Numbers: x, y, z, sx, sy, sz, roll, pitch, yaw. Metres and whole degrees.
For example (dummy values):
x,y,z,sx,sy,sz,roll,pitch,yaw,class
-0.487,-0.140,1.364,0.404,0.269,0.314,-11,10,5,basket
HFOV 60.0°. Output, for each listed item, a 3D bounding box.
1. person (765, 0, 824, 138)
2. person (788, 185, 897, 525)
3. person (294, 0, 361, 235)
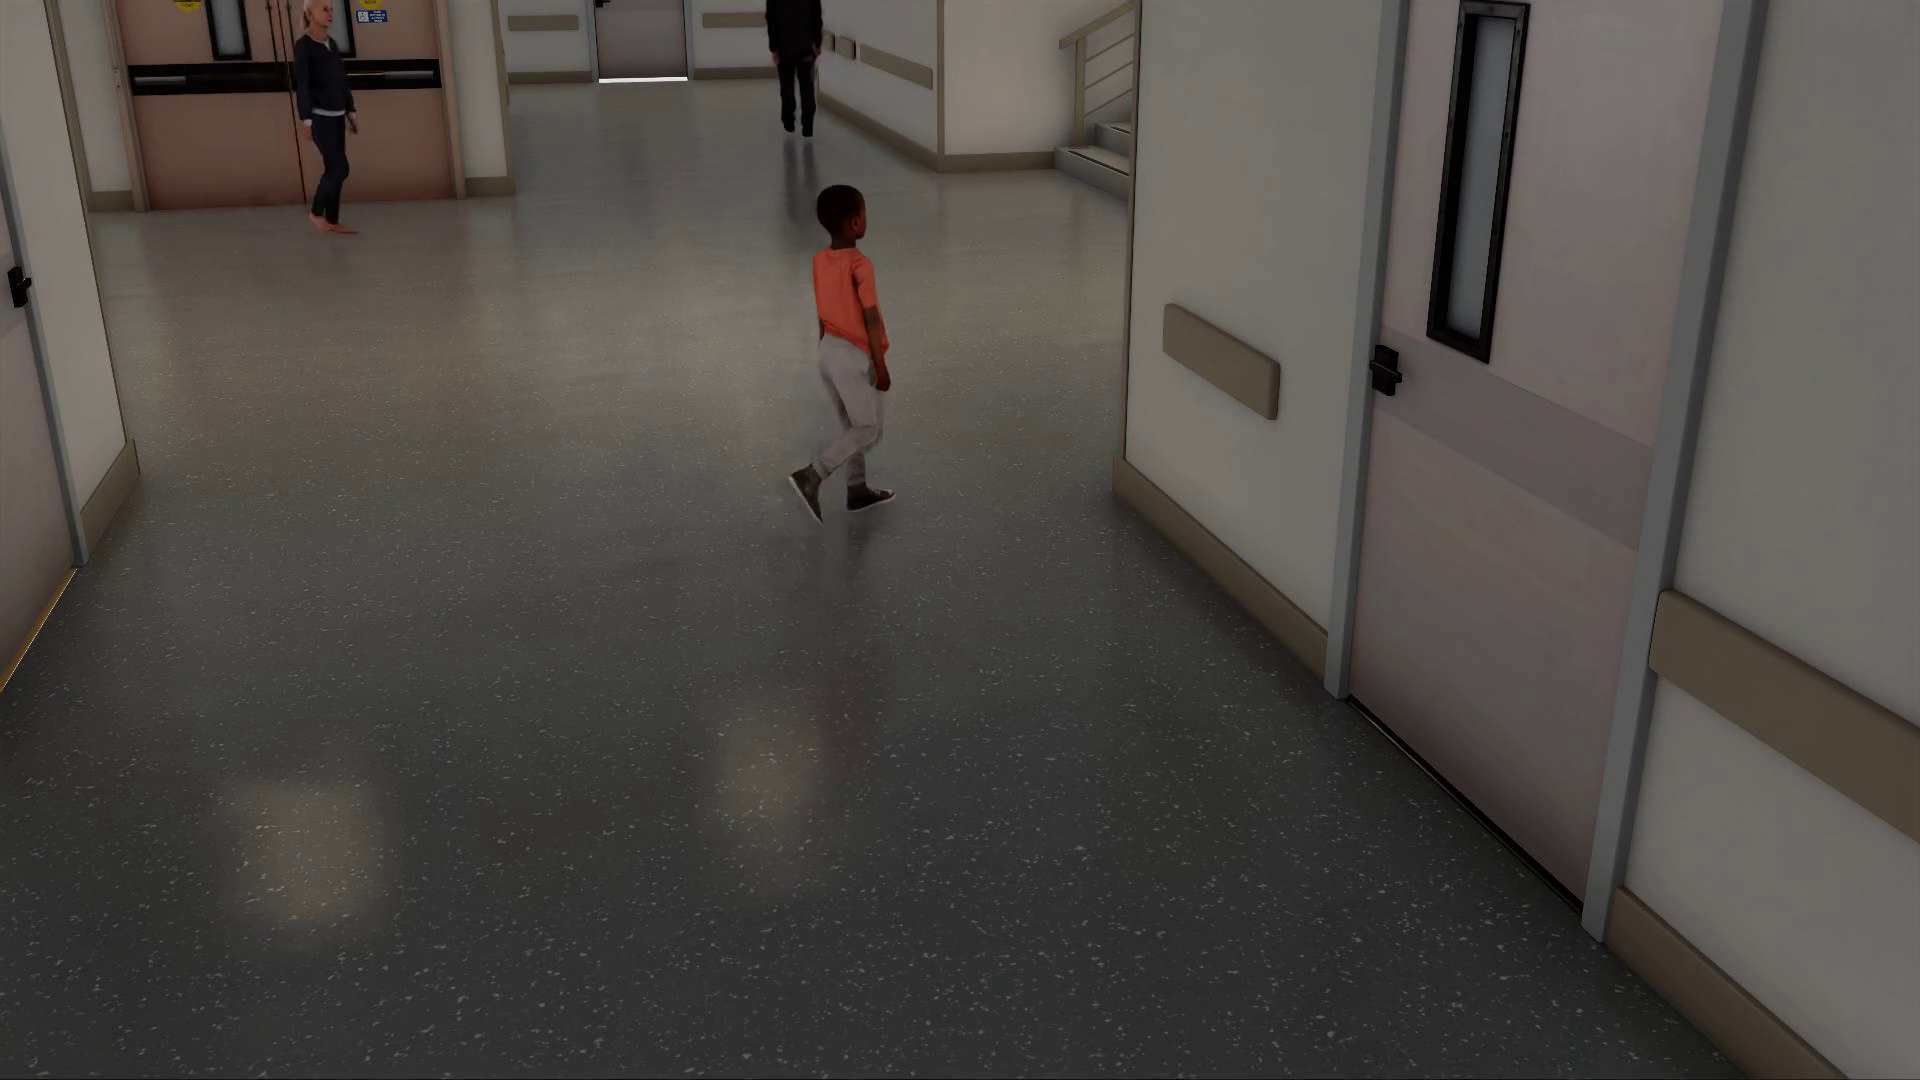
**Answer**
x,y,z,sx,sy,sz,roll,pitch,yaw,class
-1.685,-5.107,17.283,1.123,1.826,0.919,-3,21,-7,person
-0.461,-0.683,6.349,0.823,1.297,0.650,-15,25,-34,person
-4.695,-3.091,12.116,0.707,1.716,0.684,4,21,12,person
